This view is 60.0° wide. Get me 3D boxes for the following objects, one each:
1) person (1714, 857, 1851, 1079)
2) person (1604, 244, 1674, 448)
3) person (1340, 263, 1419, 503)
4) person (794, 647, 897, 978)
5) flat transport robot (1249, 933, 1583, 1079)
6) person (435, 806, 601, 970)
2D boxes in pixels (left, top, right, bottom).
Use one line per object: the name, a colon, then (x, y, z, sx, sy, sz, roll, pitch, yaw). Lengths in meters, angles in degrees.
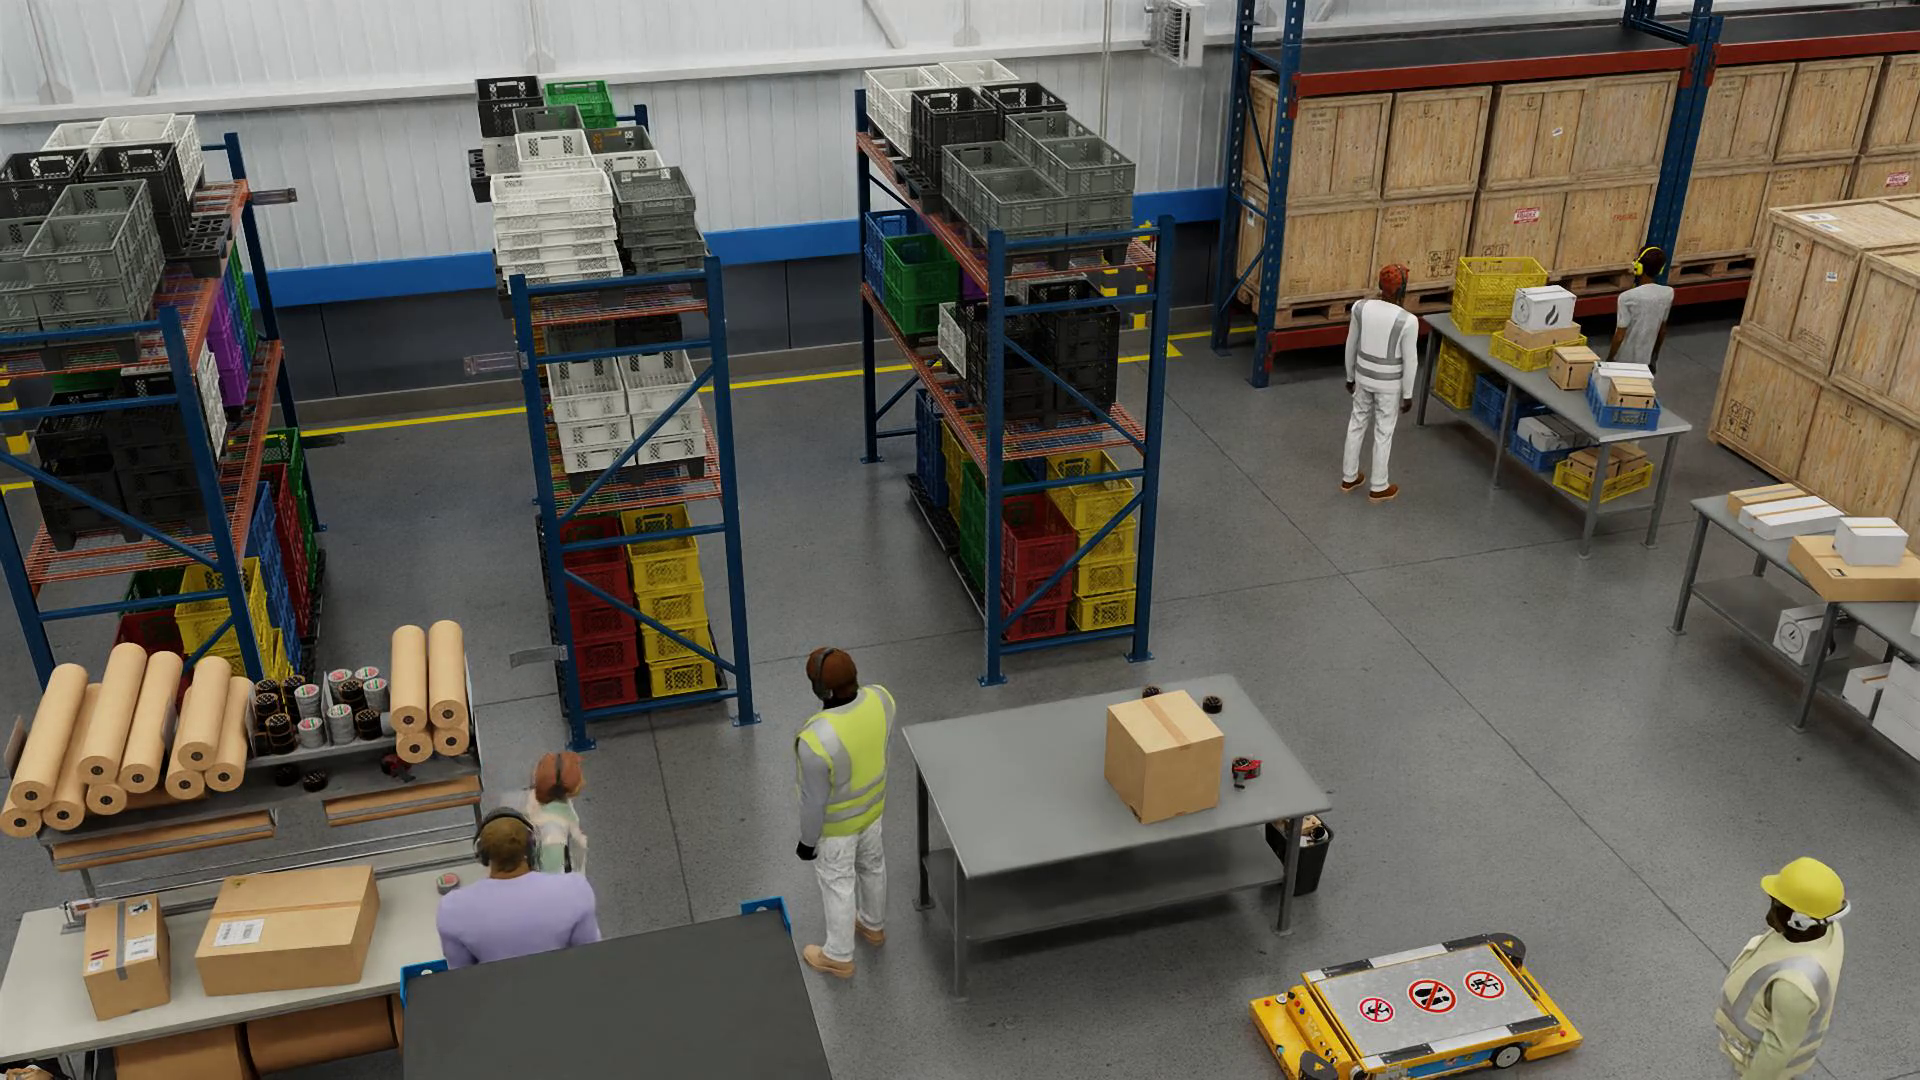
person: (3.282, 2.046, 6.800, 0.404, 1.832, 0.594, 17, 33, 27)
person: (5.248, -1.405, 13.042, 0.538, 1.869, 0.312, -10, 30, -17)
person: (3.189, -1.192, 12.639, 0.584, 1.882, 0.345, 25, 38, 38)
person: (-0.583, 1.318, 8.122, 0.429, 1.839, 0.623, 19, 34, 31)
flat transport robot: (2.184, 2.282, 7.980, 1.431, 0.197, 0.652, -8, 30, -14)
person: (-1.780, 1.928, 6.918, 0.630, 1.932, 0.366, -5, 29, -9)
